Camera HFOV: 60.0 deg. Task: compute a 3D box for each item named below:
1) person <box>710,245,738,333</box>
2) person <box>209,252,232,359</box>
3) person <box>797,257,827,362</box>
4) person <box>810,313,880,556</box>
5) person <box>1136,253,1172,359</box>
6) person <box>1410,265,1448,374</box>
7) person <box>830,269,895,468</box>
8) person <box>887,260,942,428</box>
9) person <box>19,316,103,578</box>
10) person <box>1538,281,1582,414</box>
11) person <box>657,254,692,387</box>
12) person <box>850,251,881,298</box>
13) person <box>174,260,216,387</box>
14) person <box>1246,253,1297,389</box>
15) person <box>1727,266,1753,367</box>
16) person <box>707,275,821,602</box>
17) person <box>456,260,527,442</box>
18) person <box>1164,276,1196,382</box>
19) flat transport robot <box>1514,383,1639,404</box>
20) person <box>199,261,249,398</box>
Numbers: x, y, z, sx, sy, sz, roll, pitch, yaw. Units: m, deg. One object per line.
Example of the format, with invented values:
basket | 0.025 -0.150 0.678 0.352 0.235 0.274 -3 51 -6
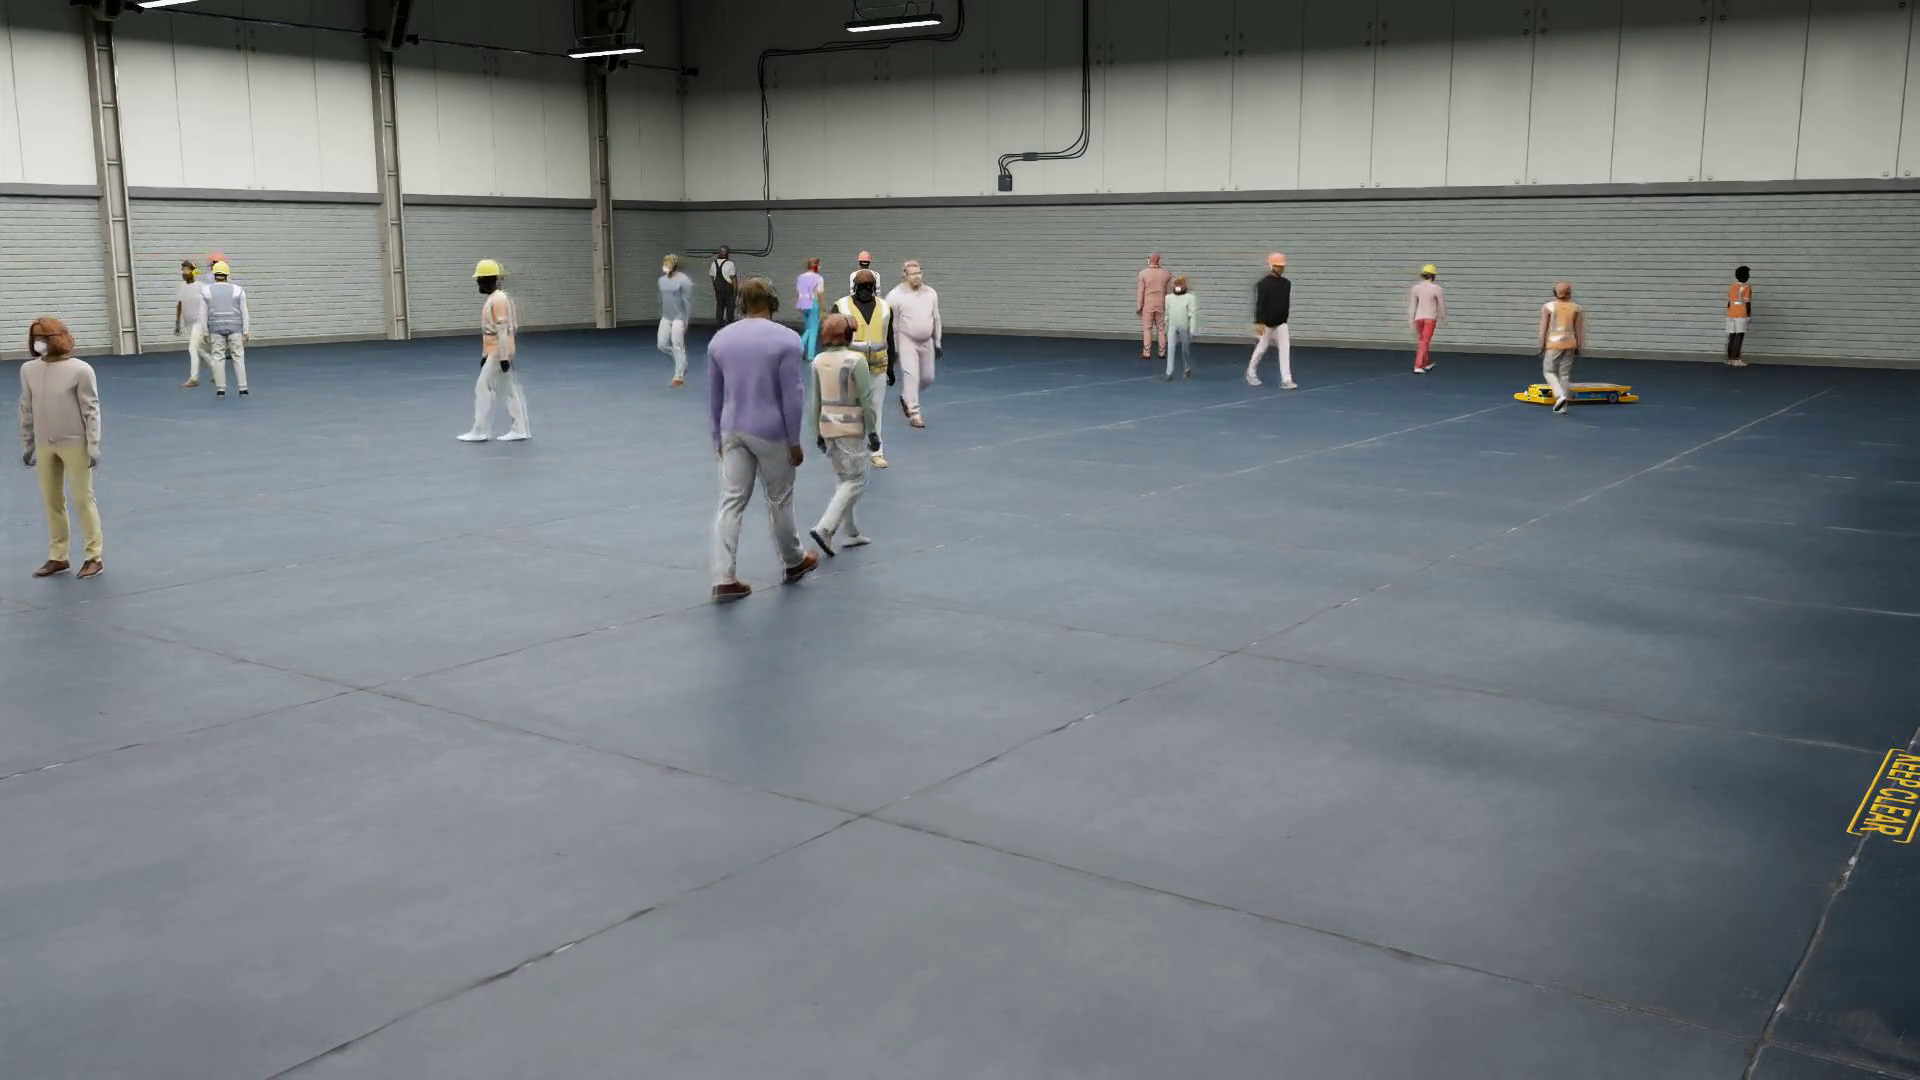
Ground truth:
person | -5.360 -5.752 38.209 0.682 2.000 0.537 6 12 30
person | -13.138 -4.162 29.641 0.407 1.917 0.565 -7 12 -35
person | -2.609 -4.024 29.124 0.572 1.834 0.431 10 14 43
person | -0.795 -0.710 11.145 0.650 1.617 0.533 -10 14 -44
person | 3.476 -4.210 29.949 0.651 1.906 0.402 -3 10 -14
person | 7.541 -3.536 26.695 0.900 1.724 0.532 -9 14 -41
person | -0.888 -1.574 15.382 0.622 1.838 0.429 -4 11 -19
person | -0.543 -2.244 19.002 0.653 1.884 0.694 -6 12 -31
person | -5.595 -0.576 10.353 0.507 1.631 0.264 1 10 8
person | 7.300 -2.326 20.185 0.542 1.620 0.424 -1 10 -8
person | -4.126 -3.164 24.053 0.629 1.926 0.457 7 12 33
person | -1.667 -4.080 29.131 0.551 1.936 0.356 -3 11 -17
person | -11.154 -3.173 24.353 0.512 1.839 0.862 4 11 20
person | 4.490 -3.172 24.026 0.636 1.952 1.017 -5 11 -27
person | 13.168 -3.749 28.022 0.441 1.692 0.560 -2 10 -10
person | -1.192 -0.617 9.894 0.645 1.877 0.990 4 11 22
person | -4.954 -1.959 17.361 0.849 1.890 0.606 -3 11 -16
person | 3.351 -3.217 25.288 0.507 1.587 0.854 4 11 22
flat transport robot | 8.052 -1.921 21.708 1.431 0.197 0.652 -3 10 -15
person | -9.926 -2.838 22.467 0.591 1.833 0.404 -4 11 -22
